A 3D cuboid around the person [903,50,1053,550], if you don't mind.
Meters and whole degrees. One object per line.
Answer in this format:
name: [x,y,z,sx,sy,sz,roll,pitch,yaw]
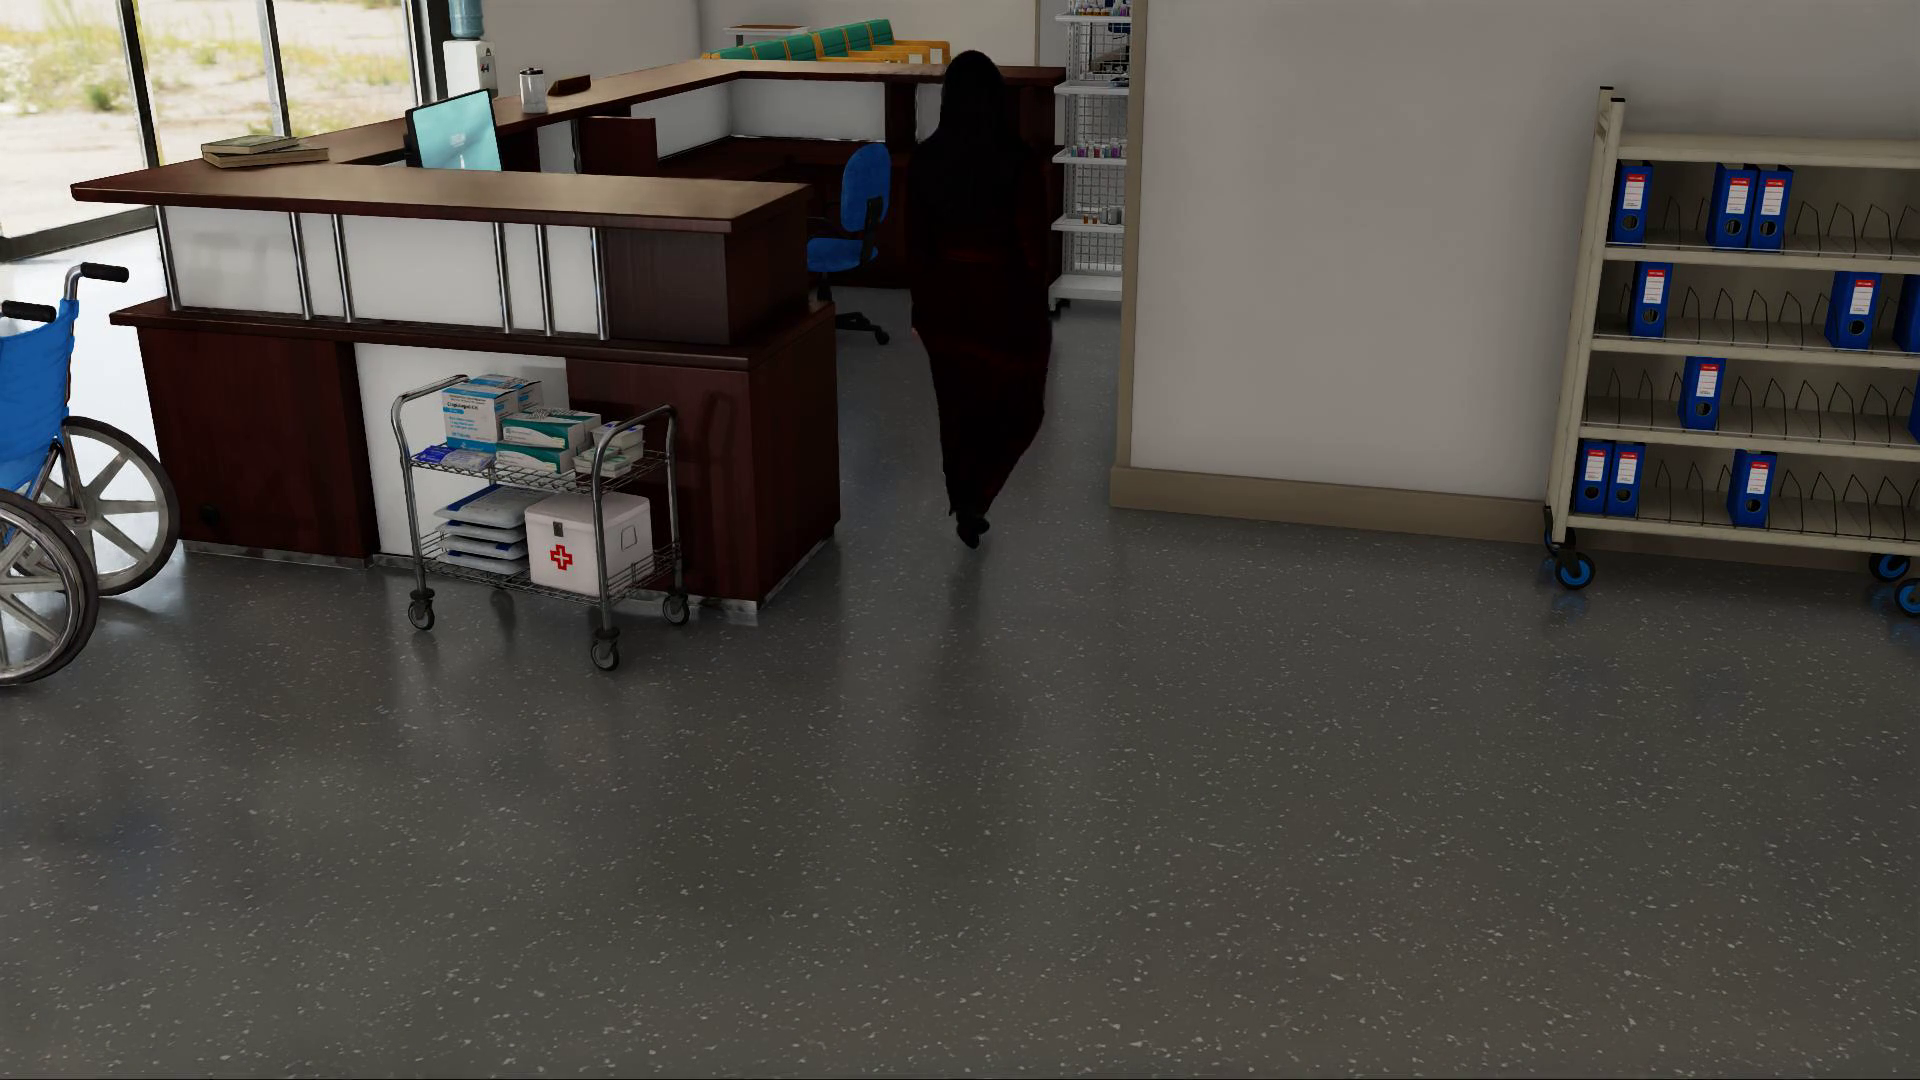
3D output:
person: [0.045,-0.743,5.659,0.819,1.741,0.783,8,22,20]
